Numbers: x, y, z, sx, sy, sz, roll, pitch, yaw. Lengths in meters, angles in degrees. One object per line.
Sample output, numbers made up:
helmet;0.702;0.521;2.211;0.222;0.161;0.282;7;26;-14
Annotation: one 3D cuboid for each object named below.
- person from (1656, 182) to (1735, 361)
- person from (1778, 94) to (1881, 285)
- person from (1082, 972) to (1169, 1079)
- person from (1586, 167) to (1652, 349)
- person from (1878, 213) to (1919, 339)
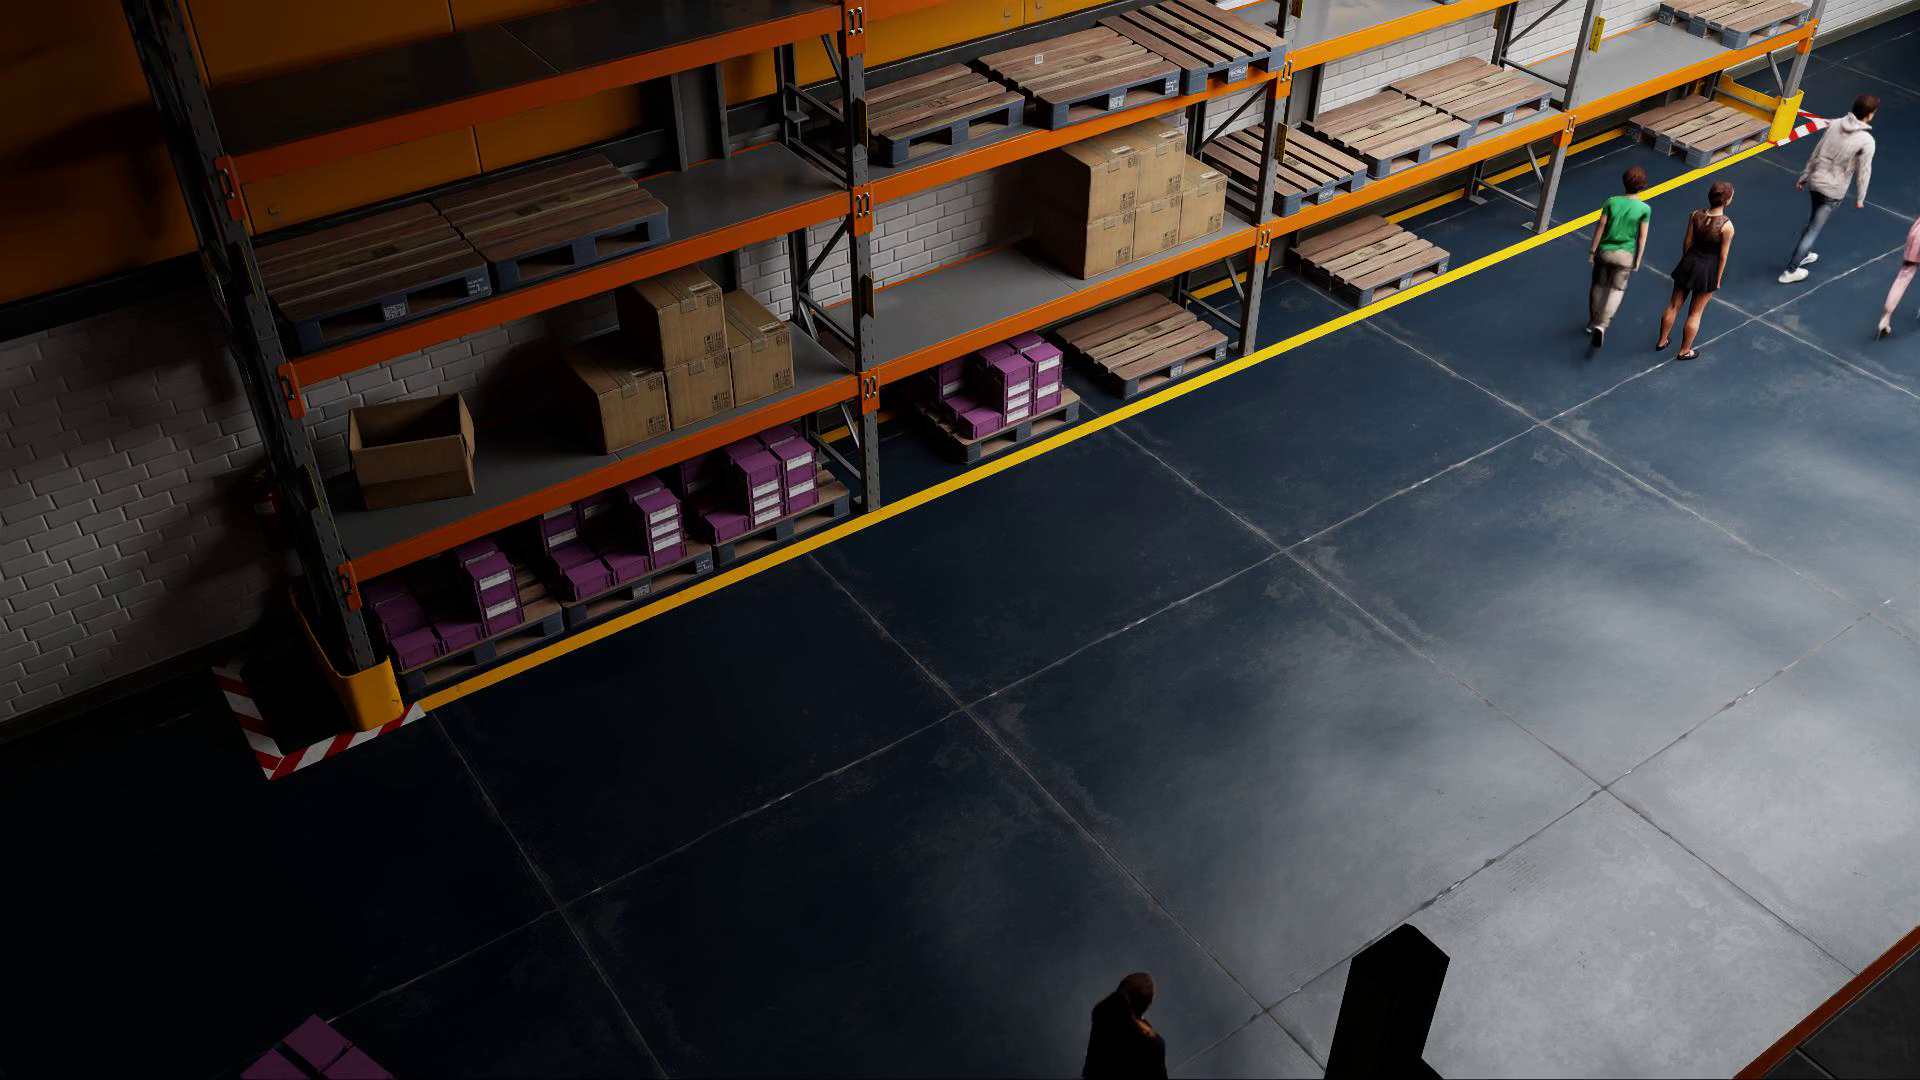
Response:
person;6.428;-2.354;14.479;0.560;1.674;0.576;-26;45;-29
person;7.998;-3.246;15.475;0.905;1.826;0.800;-17;42;-20
person;0.732;2.739;8.066;0.615;1.718;0.613;-29;47;-31
person;5.763;-2.469;14.654;0.862;1.636;1.038;17;42;20
person;8.503;-2.581;14.693;1.029;1.762;0.636;-24;44;-27
